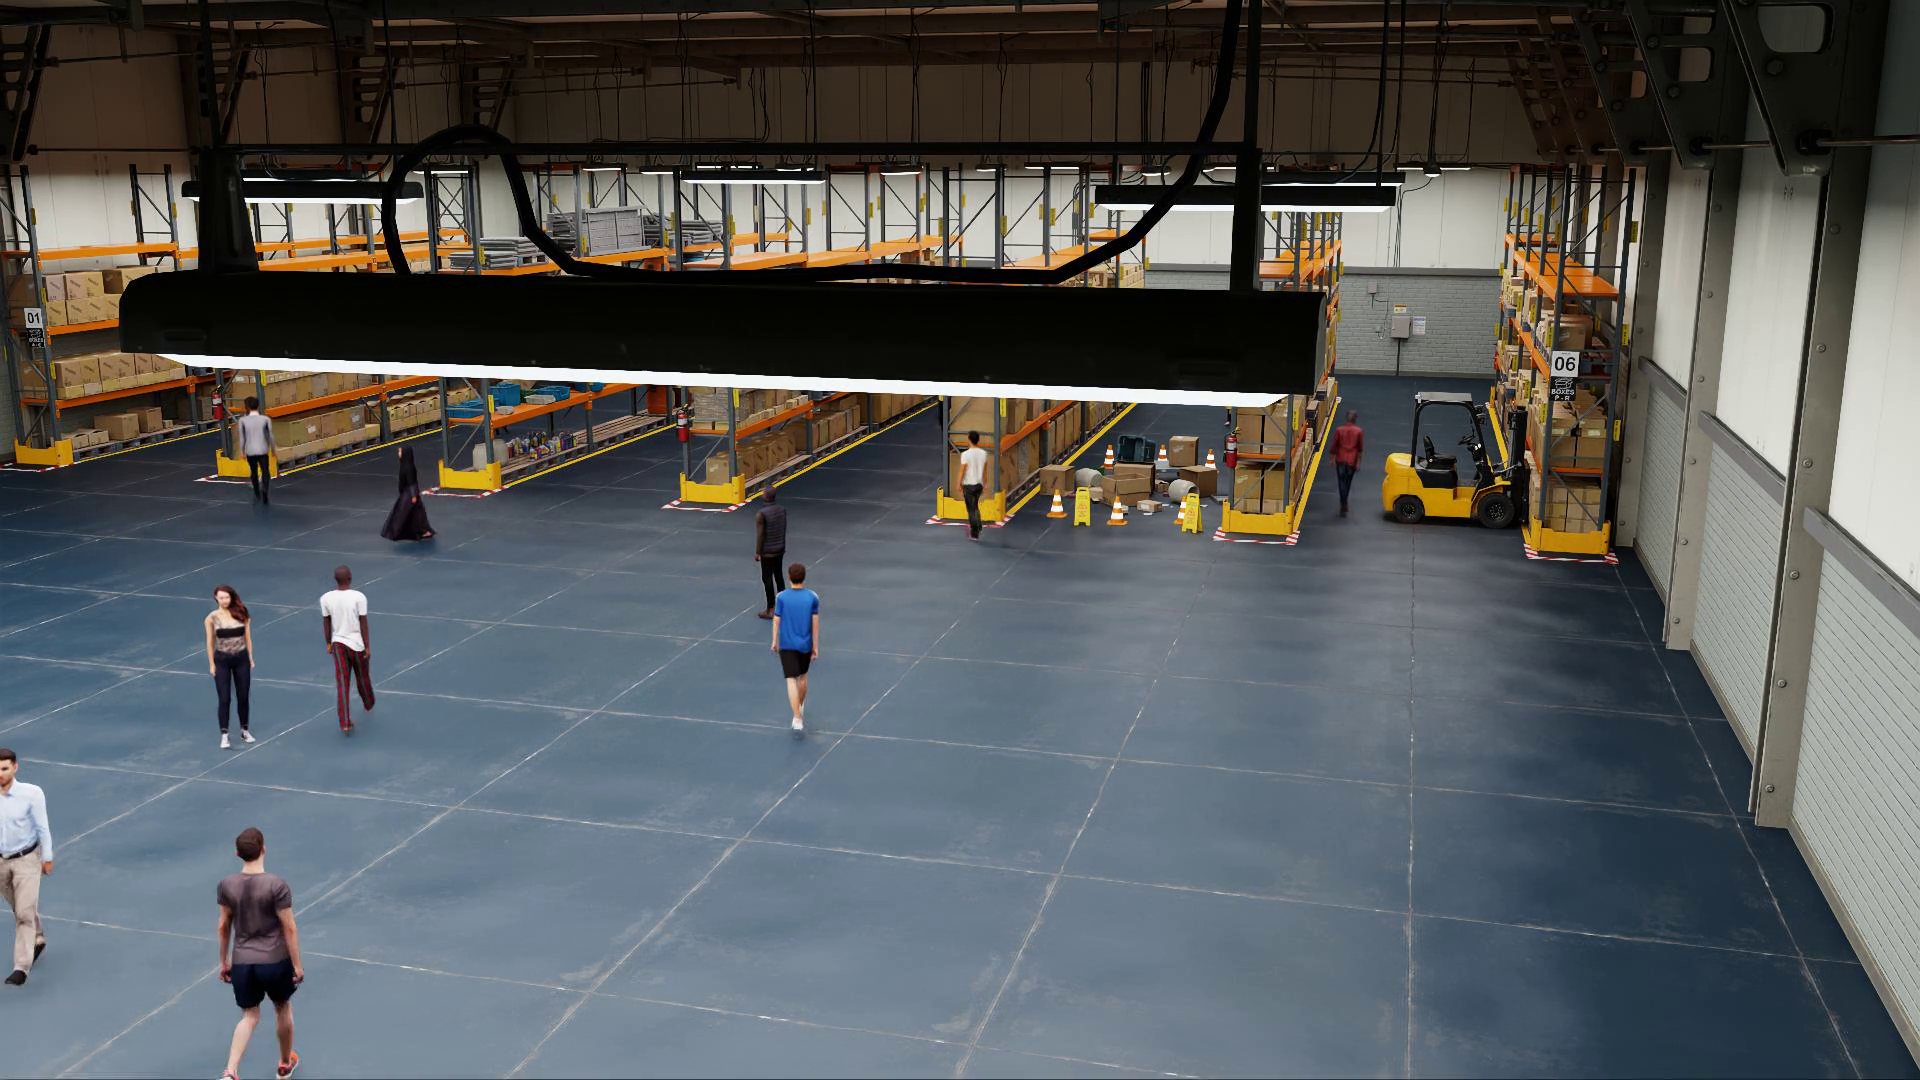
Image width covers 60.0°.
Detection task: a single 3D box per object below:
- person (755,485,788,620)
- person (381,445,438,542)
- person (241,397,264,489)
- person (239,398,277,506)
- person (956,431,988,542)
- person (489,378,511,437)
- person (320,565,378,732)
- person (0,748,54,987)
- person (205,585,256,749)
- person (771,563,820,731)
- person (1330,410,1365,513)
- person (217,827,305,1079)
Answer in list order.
[{"bbox_3d":[-2.572,0.149,22.726,0.827,1.836,0.662,10,16,36],"label":"person"},{"bbox_3d":[-8.919,-0.762,27.176,1.093,1.603,1.111,-5,14,-22],"label":"person"},{"bbox_3d":[-13.434,-1.855,31.630,0.650,1.724,0.711,-8,15,-30],"label":"person"},{"bbox_3d":[-12.747,-1.614,30.160,1.112,1.917,1.252,-4,14,-19],"label":"person"},{"bbox_3d":[0.272,-0.874,27.253,0.763,1.787,0.842,-11,17,-40],"label":"person"},{"bbox_3d":[-10.413,-3.189,37.452,0.670,1.696,0.658,2,13,10],"label":"person"},{"bbox_3d":[-6.731,1.220,18.229,0.915,1.780,1.227,-1,13,-3],"label":"person"},{"bbox_3d":[-7.242,2.466,12.805,0.937,1.798,1.264,-1,13,-6],"label":"person"},{"bbox_3d":[-7.796,1.328,17.786,0.682,1.769,0.760,-9,16,-34],"label":"person"},{"bbox_3d":[-1.801,1.193,18.232,1.072,1.829,1.316,-3,13,-13],"label":"person"},{"bbox_3d":[6.816,-1.343,29.315,0.814,1.771,1.241,2,13,7],"label":"person"},{"bbox_3d":[-4.691,2.863,11.034,0.905,1.825,1.148,0,13,1],"label":"person"}]
